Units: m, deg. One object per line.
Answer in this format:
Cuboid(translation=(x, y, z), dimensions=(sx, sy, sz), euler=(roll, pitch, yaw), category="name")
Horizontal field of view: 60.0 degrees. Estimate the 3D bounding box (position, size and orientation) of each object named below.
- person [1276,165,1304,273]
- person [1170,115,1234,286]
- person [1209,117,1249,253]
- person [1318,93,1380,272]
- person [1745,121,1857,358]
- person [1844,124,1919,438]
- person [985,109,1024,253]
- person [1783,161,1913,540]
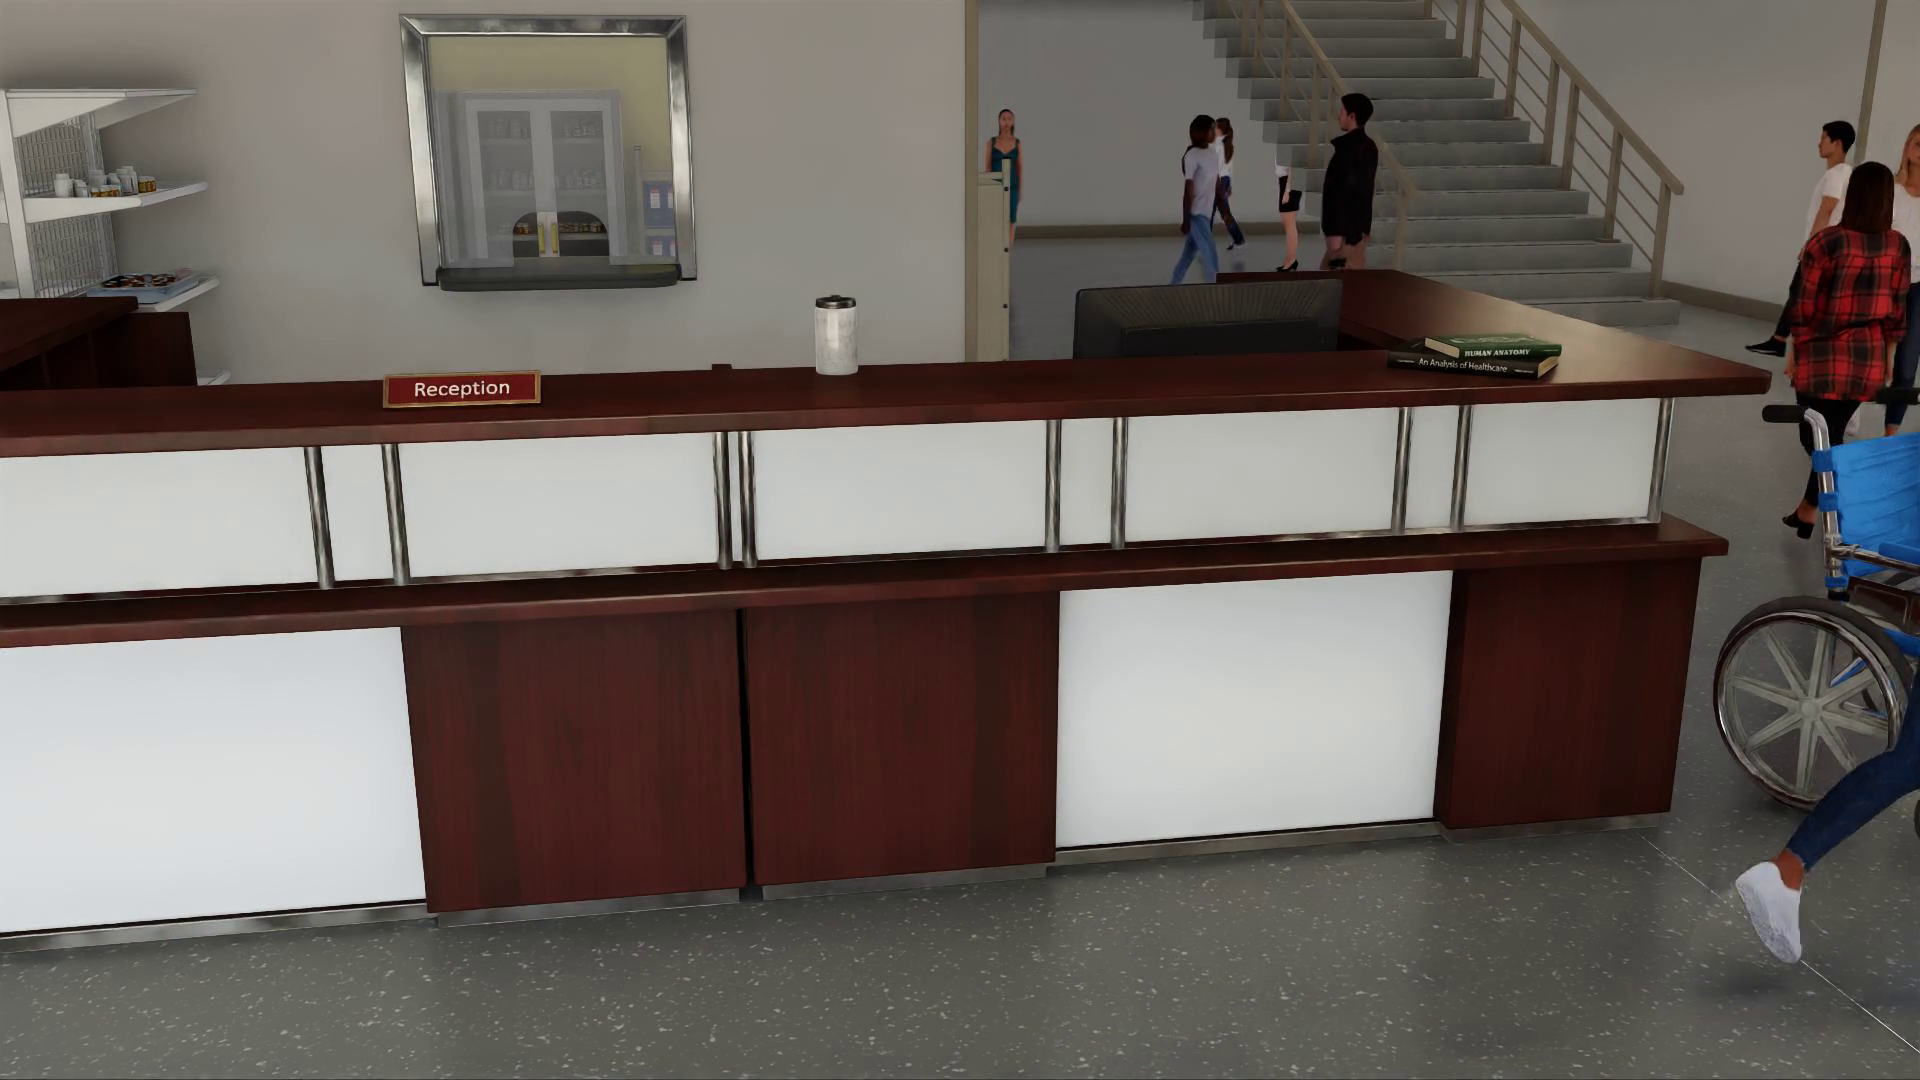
Cuboid(translation=(3.474, -3.654, 17.538), dimensions=(0.681, 1.648, 0.568), euler=(4, 16, 13), category="person")
Cuboid(translation=(1.962, -2.728, 14.186), dimensions=(1.112, 1.683, 1.082), euler=(9, 18, 30), category="person")
Cuboid(translation=(3.087, -4.096, 19.343), dimensions=(1.079, 1.518, 0.972), euler=(13, 20, 38), category="person")
Cuboid(translation=(2.791, -2.122, 11.651), dimensions=(1.199, 1.893, 1.236), euler=(7, 17, 24), category="person")
Cuboid(translation=(6.274, -2.092, 11.868), dimensions=(1.041, 1.686, 1.113), euler=(6, 17, 21), category="person")
Cuboid(translation=(5.064, -1.329, 9.042), dimensions=(0.940, 1.782, 1.171), euler=(5, 16, 17), category="person")
Cuboid(translation=(0.461, -3.680, 17.582), dimensions=(0.662, 1.674, 0.831), euler=(1, 16, 2), category="person")
Cuboid(translation=(3.825, -0.750, 7.175), dimensions=(0.735, 1.682, 1.079), euler=(0, 16, 1), category="person")
